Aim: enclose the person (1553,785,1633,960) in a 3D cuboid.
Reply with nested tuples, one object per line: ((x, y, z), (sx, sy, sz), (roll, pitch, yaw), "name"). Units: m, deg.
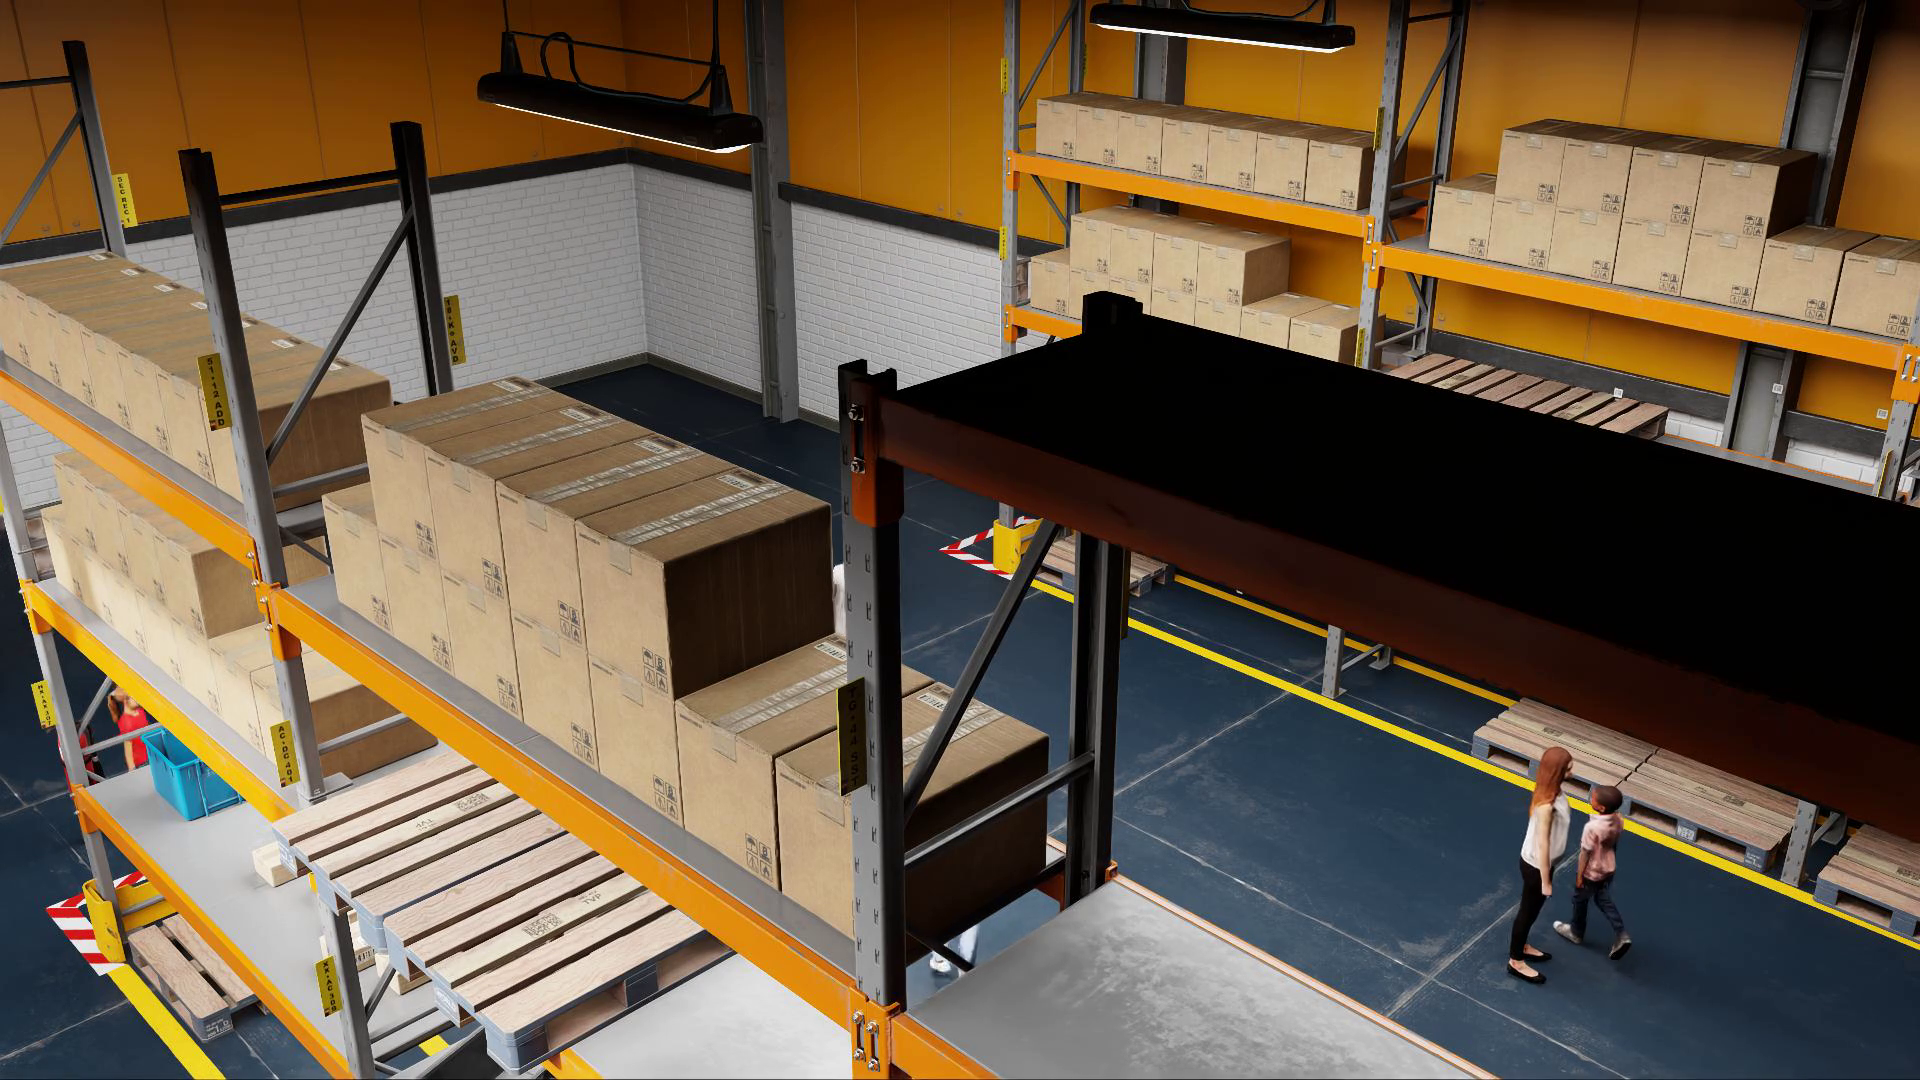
((4.368, 2.260, 11.271), (0.669, 1.289, 0.872), (-11, 26, -24), "person")

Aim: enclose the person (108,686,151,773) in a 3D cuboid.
((-6.284, 1.666, 12.614), (0.627, 1.303, 0.557), (-5, 24, -12), "person")

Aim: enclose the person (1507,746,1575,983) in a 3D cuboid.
((3.827, 2.125, 11.039), (0.625, 1.723, 0.651), (11, 26, 23), "person")
